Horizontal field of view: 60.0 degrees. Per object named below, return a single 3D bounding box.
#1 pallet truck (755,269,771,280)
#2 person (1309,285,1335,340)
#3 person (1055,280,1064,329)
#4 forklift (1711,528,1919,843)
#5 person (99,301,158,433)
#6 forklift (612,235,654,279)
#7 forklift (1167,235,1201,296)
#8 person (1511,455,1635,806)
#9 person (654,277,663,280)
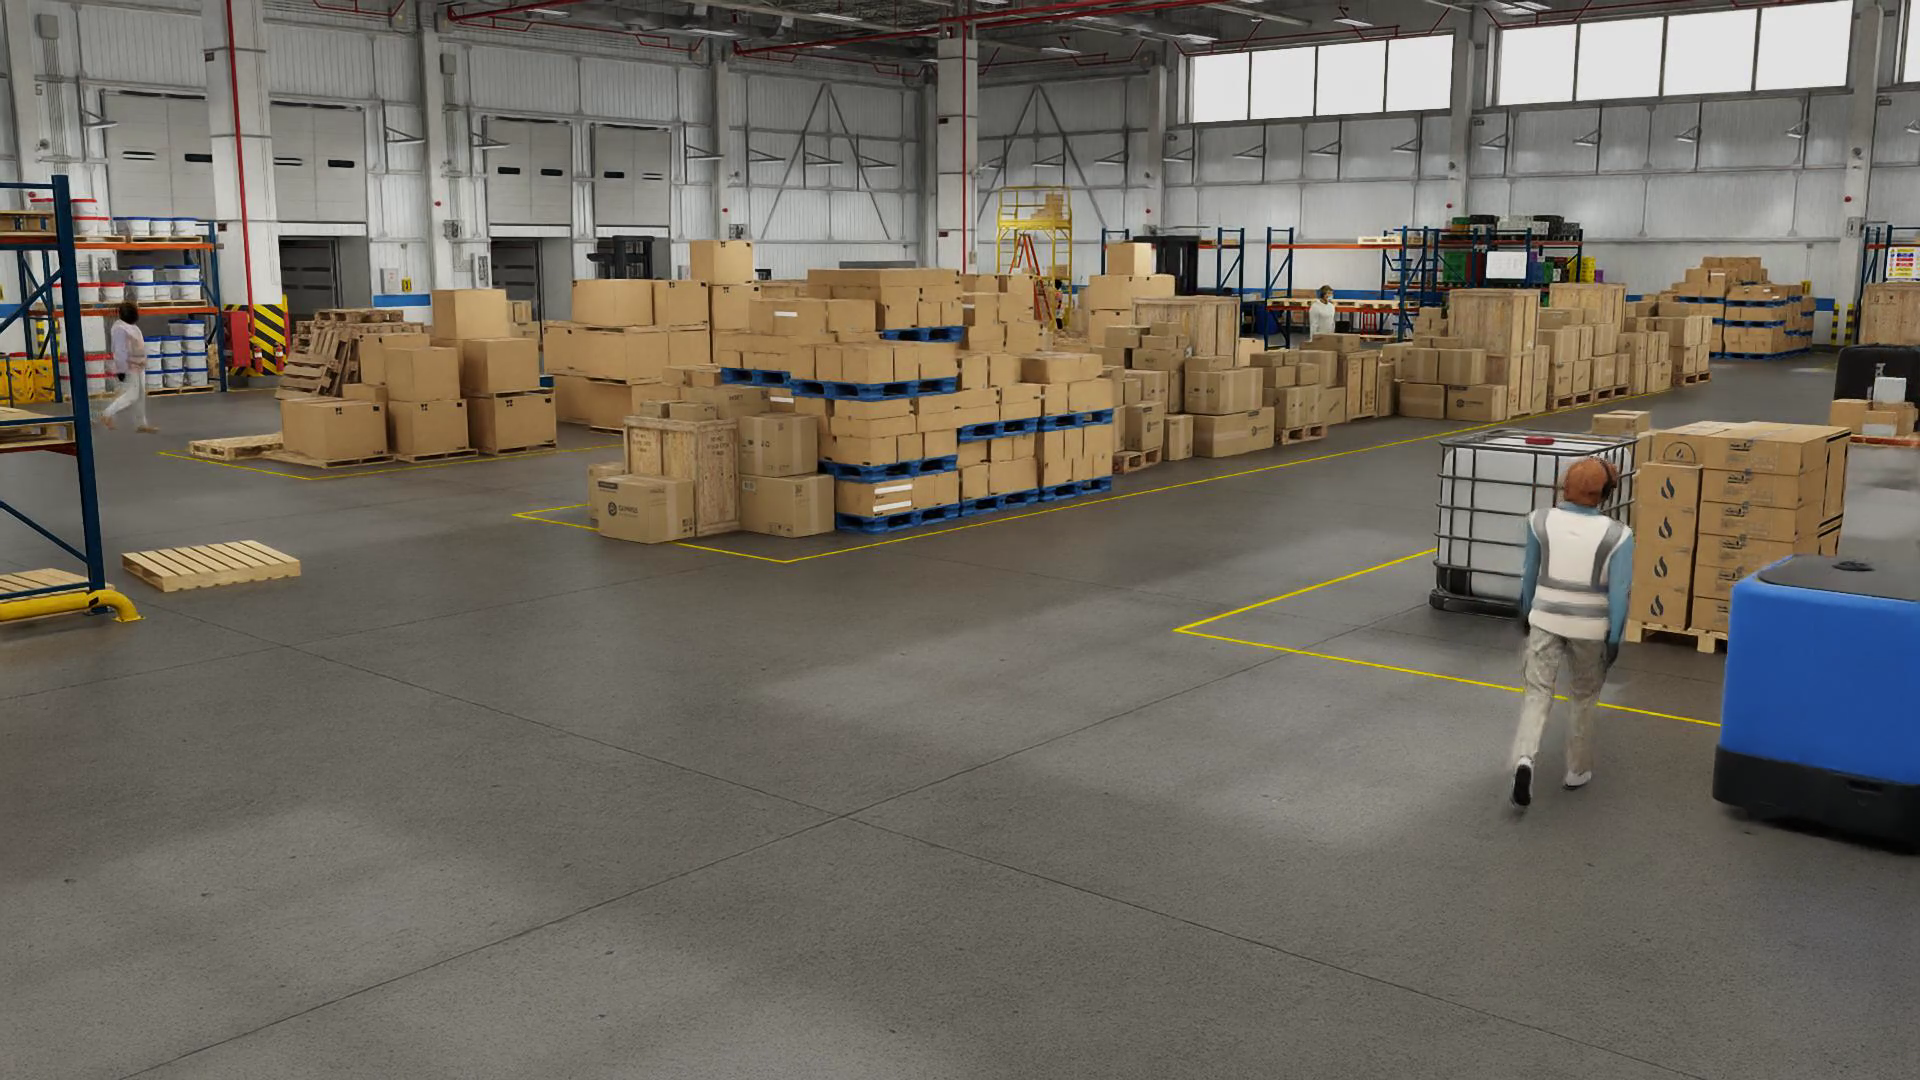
[{"bbox_3d":[-4.996,-6.432,45.525,1.885,1.965,0.823,-6,12,-32],"label":"pallet truck"},{"bbox_3d":[6.154,-3.366,28.283,0.379,1.930,0.624,10,14,43],"label":"person"},{"bbox_3d":[2.739,-6.466,46.571,0.315,1.696,0.541,-1,10,-4],"label":"person"},{"bbox_3d":[4.409,-0.116,7.055,1.873,2.768,1.129,8,13,40],"label":"forklift"},{"bbox_3d":[-11.456,-2.358,22.836,0.604,1.827,0.630,-1,10,-7],"label":"person"},{"bbox_3d":[-7.300,-5.450,37.421,1.873,2.768,1.129,8,13,40],"label":"forklift"},{"bbox_3d":[5.038,-5.477,37.578,1.873,2.768,1.129,8,13,40],"label":"forklift"},{"bbox_3d":[2.784,0.416,7.633,0.521,1.609,0.737,7,12,34],"label":"person"},{"bbox_3d":[-6.507,-4.725,36.013,0.636,1.930,0.372,-4,11,-24],"label":"person"}]
